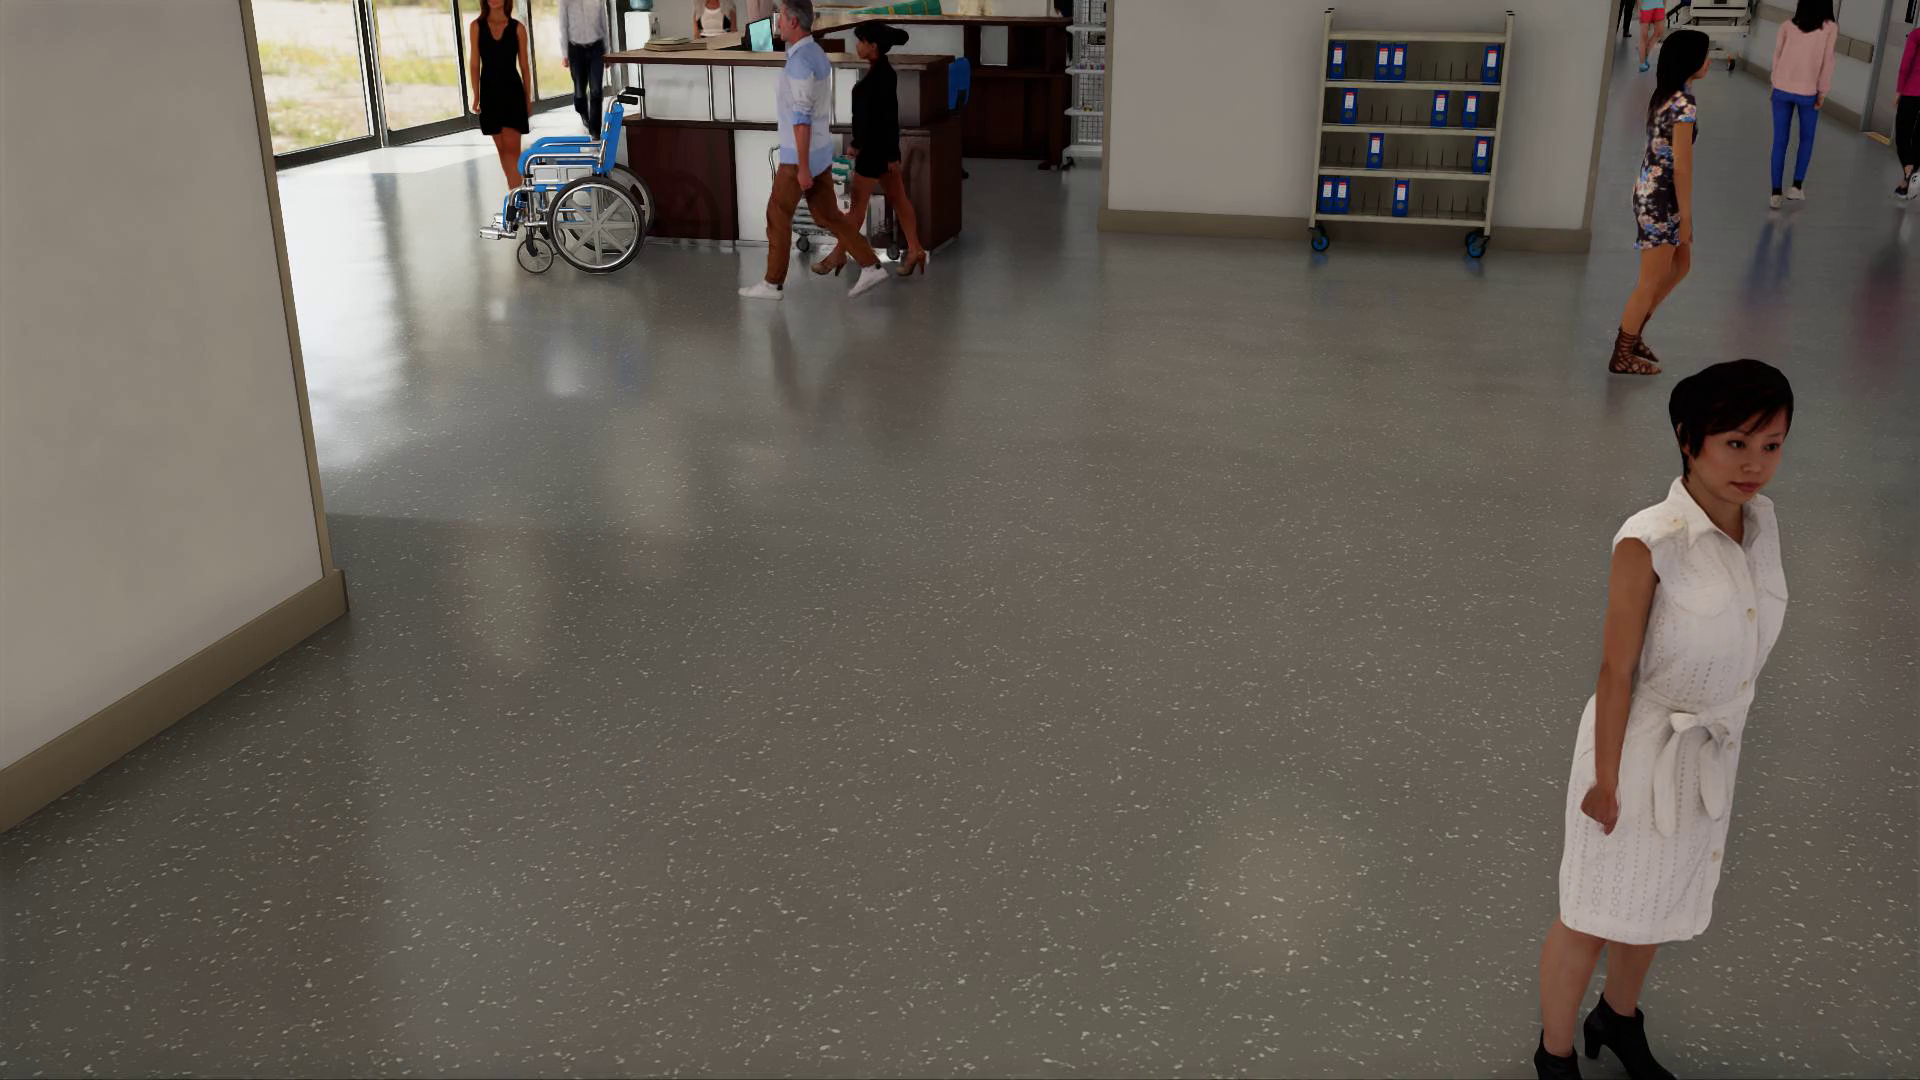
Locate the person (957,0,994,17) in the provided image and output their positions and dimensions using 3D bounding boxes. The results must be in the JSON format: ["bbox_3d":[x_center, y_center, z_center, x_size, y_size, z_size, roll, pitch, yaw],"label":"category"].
[{"bbox_3d":[0.204,-6.603,21.599,1.032,1.604,0.734,7,22,17],"label":"person"}]

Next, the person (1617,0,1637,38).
[{"bbox_3d":[12.699,-10.421,31.662,0.629,1.616,0.761,1,21,3],"label":"person"}]

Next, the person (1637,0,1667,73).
[{"bbox_3d":[10.261,-7.889,24.775,0.681,1.759,0.748,0,21,-1],"label":"person"}]

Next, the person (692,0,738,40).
[{"bbox_3d":[-2.398,-4.793,16.625,0.698,1.743,0.760,1,21,2],"label":"person"}]

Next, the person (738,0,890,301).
[{"bbox_3d":[-0.842,-2.296,9.963,1.172,1.792,0.756,4,21,10],"label":"person"}]

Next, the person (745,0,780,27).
[{"bbox_3d":[-2.001,-4.751,16.354,0.991,1.855,0.929,-10,23,-24],"label":"person"}]

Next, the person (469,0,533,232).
[{"bbox_3d":[-3.398,-3.223,12.414,1.134,1.789,0.917,-3,21,-7],"label":"person"}]

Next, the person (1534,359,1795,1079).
[{"bbox_3d":[1.330,0.409,3.161,0.640,1.552,0.696,-12,24,-30],"label":"person"}]

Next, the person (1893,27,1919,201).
[{"bbox_3d":[7.810,-3.561,13.464,0.956,1.677,0.623,6,21,15],"label":"person"}]

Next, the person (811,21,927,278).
[{"bbox_3d":[-0.430,-2.439,10.601,1.051,1.606,0.795,-1,21,-4],"label":"person"}]

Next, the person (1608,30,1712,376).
[{"bbox_3d":[3.468,-1.683,8.440,0.623,1.724,0.656,3,21,8],"label":"person"}]

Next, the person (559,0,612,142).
[{"bbox_3d":[-3.872,-5.051,17.238,1.152,1.790,1.059,-5,21,-13],"label":"person"}]

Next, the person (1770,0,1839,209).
[{"bbox_3d":[6.663,-3.537,13.296,0.693,1.751,0.794,14,25,32],"label":"person"}]
